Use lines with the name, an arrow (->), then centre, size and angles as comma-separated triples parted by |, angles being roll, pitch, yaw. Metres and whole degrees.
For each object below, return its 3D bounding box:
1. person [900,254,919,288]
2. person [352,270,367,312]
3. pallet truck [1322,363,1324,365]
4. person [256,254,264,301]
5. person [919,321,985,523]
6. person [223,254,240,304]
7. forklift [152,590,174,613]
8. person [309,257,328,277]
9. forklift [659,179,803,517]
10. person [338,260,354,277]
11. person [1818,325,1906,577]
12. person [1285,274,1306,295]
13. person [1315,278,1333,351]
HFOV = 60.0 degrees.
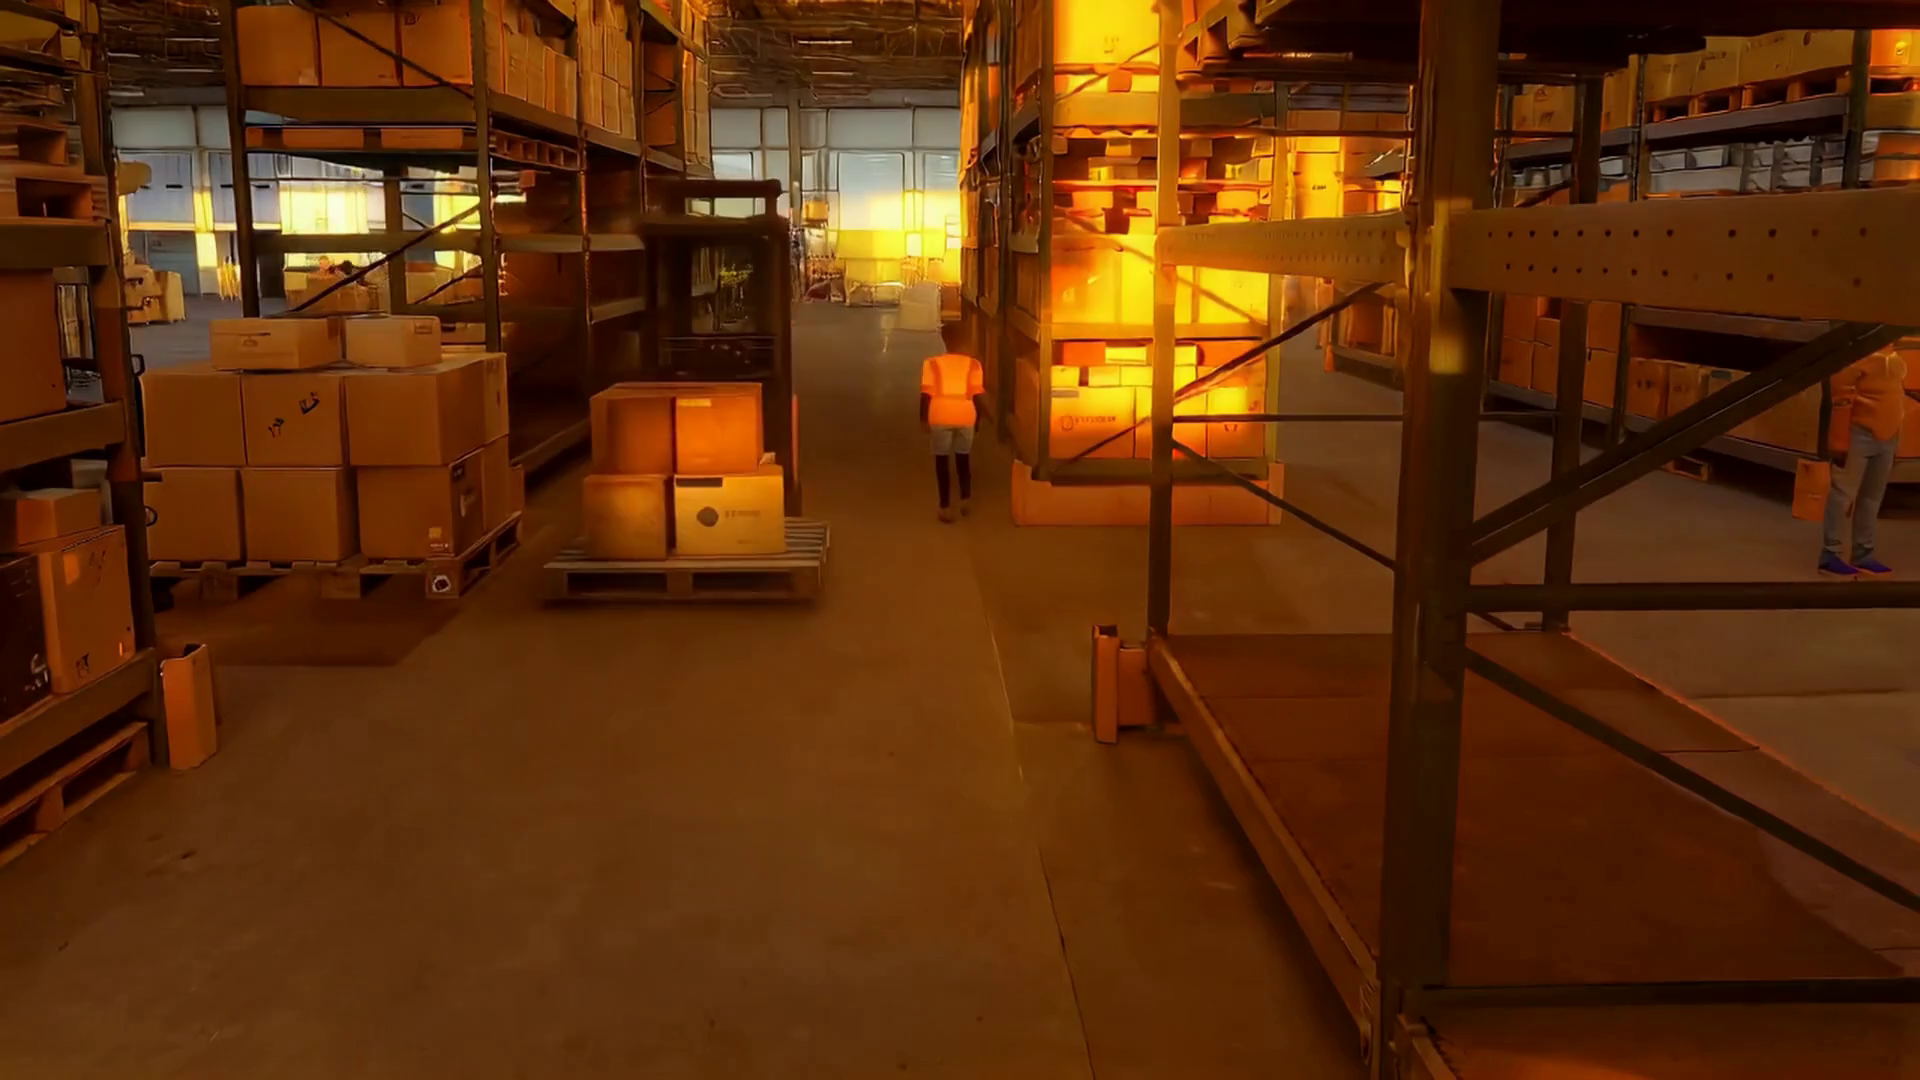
person -> -1.676, -8.504, 55.118 | 0.631, 1.940, 0.372 | -1, 10, -5
person -> -12.394, -4.700, 34.409 | 0.331, 1.768, 0.526 | -4, 11, -19
pallet truck -> 7.712, -4.157, 30.737 | 1.885, 1.965, 0.823 | 3, 11, 16
person -> -27.815, -10.443, 65.916 | 0.455, 1.933, 0.622 | -1, 10, -4
person -> -0.075, -0.993, 13.981 | 0.548, 1.674, 0.508 | -2, 10, -12
person -> -27.493, -9.839, 62.764 | 0.535, 1.864, 0.309 | -2, 10, -13
forklift -> -5.858, -0.811, 9.639 | 1.873, 2.768, 1.129 | -1, 10, -3
person -> -17.685, -6.854, 45.967 | 0.583, 1.923, 0.406 | 2, 10, 12
forklift -> -1.867, -1.457, 13.237 | 1.129, 2.768, 1.873 | 0, 10, -2
person -> -14.651, -5.666, 39.341 | 0.782, 1.931, 0.623 | 0, 10, 2
person -> 6.399, -0.689, 11.714 | 0.647, 1.900, 0.401 | -4, 11, -22
person -> 9.634, -7.237, 48.189 | 0.933, 1.908, 0.631 | -4, 11, -23
person -> 7.891, -4.911, 35.788 | 0.320, 1.692, 0.532 | -9, 14, -42
